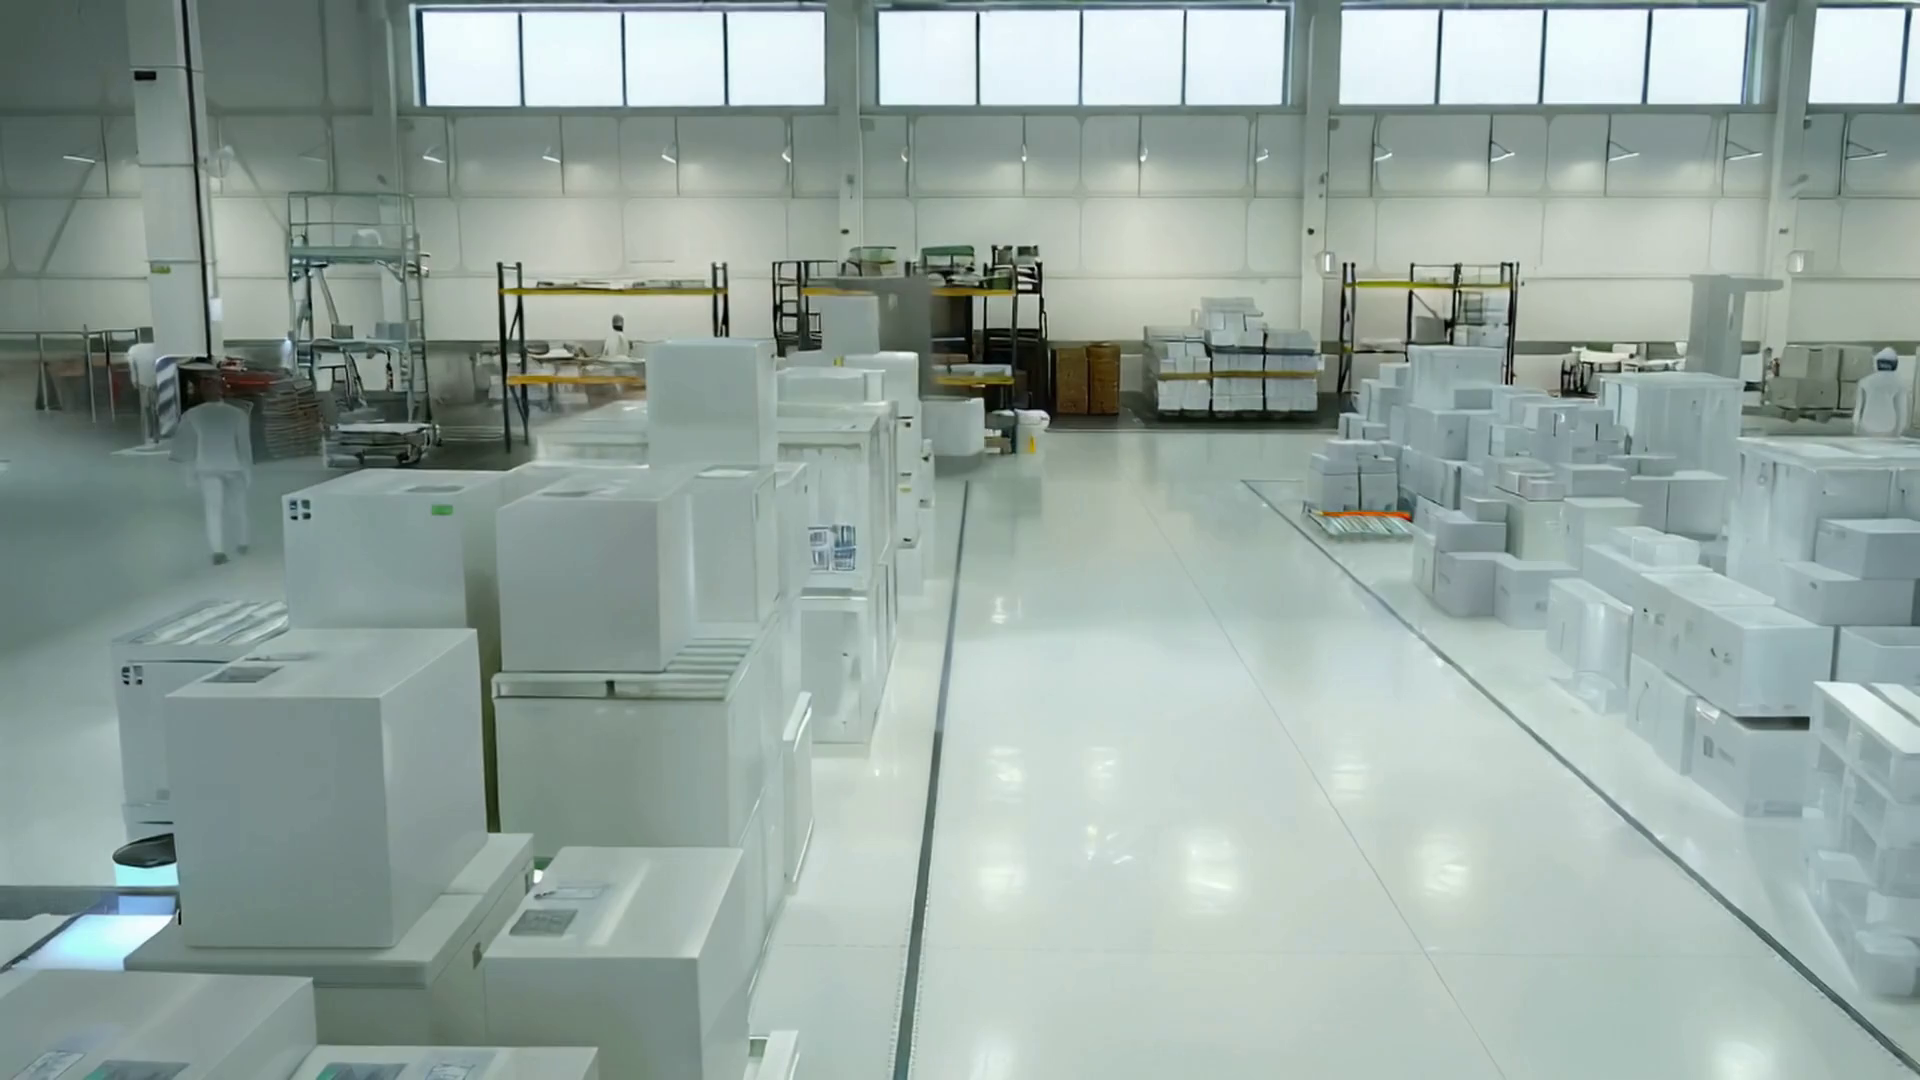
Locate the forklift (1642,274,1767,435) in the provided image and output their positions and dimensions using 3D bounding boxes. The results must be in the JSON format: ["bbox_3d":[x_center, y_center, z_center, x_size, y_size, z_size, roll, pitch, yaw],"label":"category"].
[{"bbox_3d":[13.100,-3.274,29.247,1.873,2.768,1.129,0,9,1],"label":"forklift"}]

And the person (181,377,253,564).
[{"bbox_3d":[-7.529,-0.711,16.911,0.650,1.889,0.984,-3,10,-20],"label":"person"}]

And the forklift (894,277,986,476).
[{"bbox_3d":[-0.639,-2.388,23.938,1.873,2.768,1.129,3,10,15],"label":"forklift"}]

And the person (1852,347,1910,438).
[{"bbox_3d":[11.553,-1.431,20.901,0.622,1.977,0.576,8,12,39],"label":"person"}]

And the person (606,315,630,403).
[{"bbox_3d":[-7.075,-3.696,34.598,0.553,1.933,0.370,4,10,23],"label":"person"}]

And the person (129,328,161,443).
[{"bbox_3d":[-13.653,-2.607,28.064,0.629,1.940,0.379,1,9,3],"label":"person"}]
